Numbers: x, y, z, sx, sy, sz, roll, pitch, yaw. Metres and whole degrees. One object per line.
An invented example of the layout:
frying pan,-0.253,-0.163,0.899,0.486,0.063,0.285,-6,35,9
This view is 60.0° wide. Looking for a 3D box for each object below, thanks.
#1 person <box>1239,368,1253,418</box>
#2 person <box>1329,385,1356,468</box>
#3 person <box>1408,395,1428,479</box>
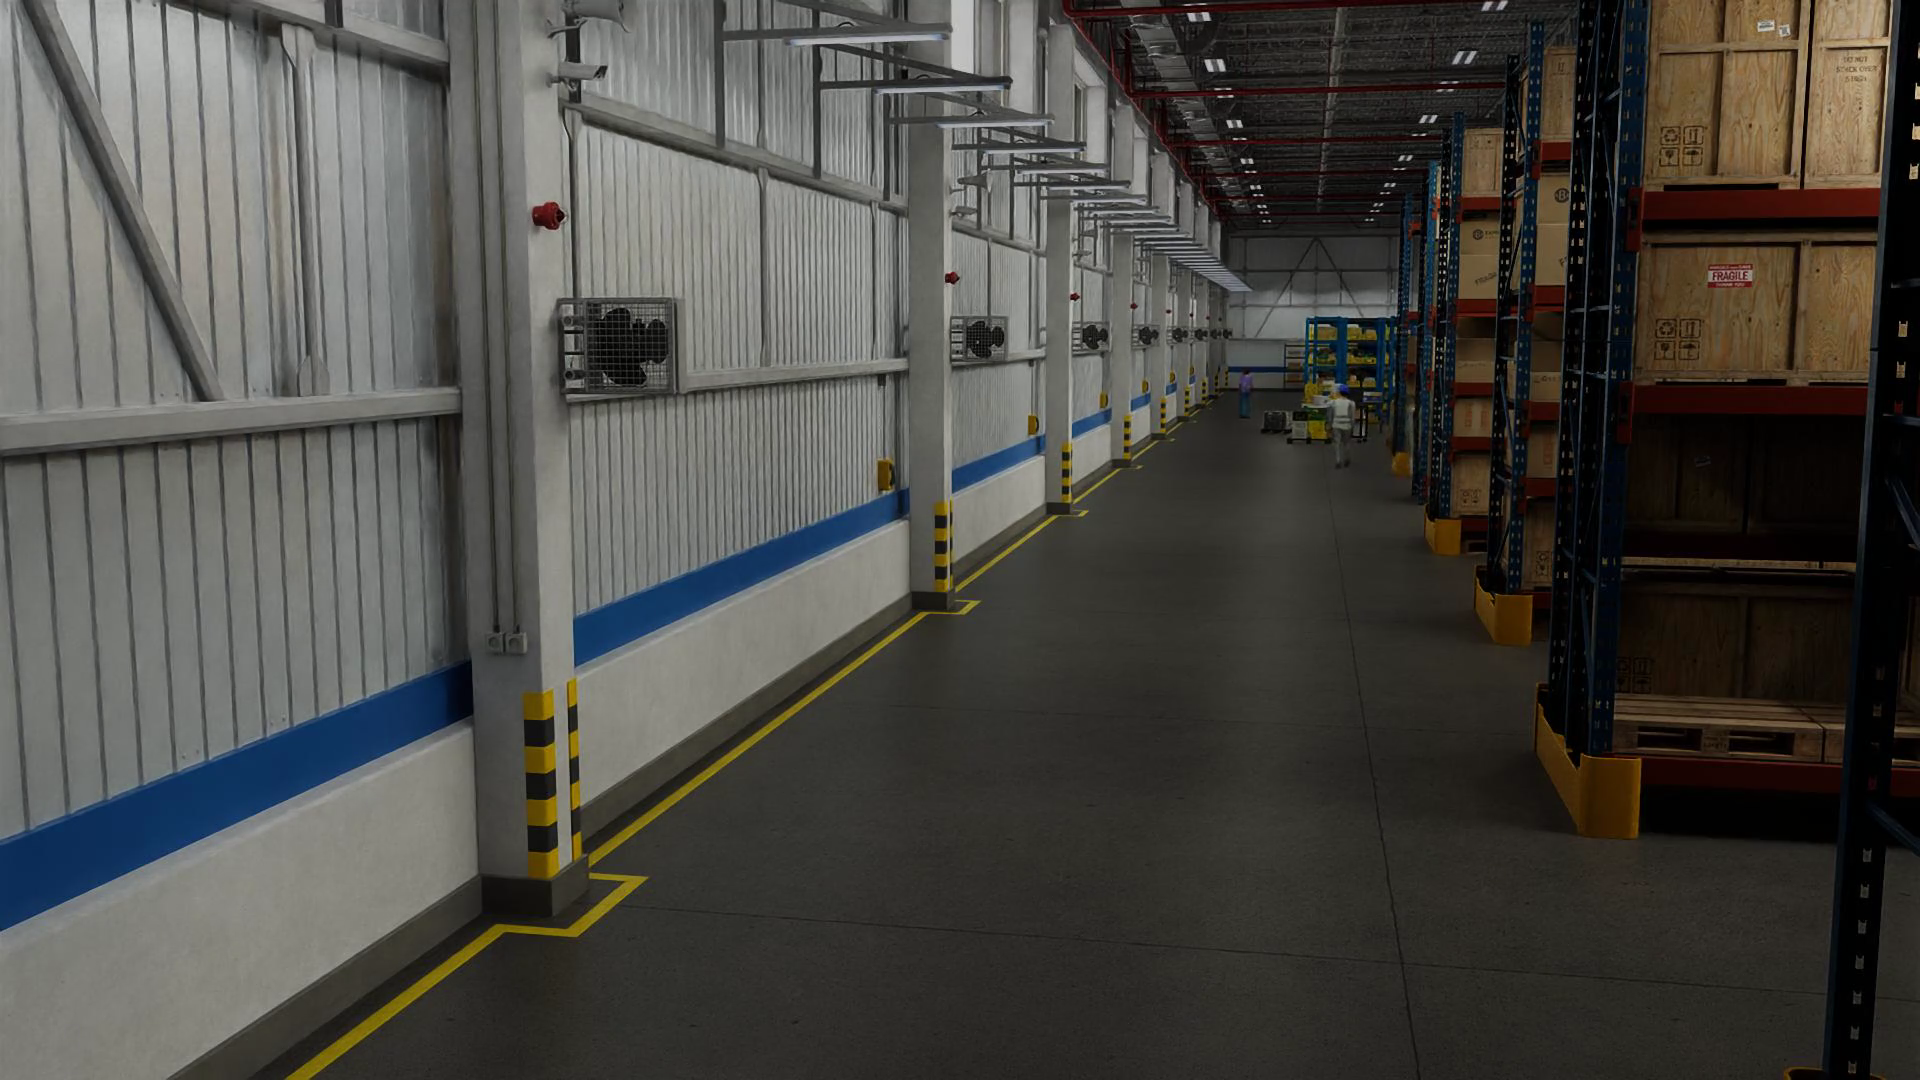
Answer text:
person,10.300,-5.283,59.989,0.587,1.796,0.869,-1,7,-9
person,8.742,-2.584,38.035,0.596,1.894,1.029,2,7,17
person,9.672,-2.172,34.967,0.460,1.823,0.647,3,8,23
